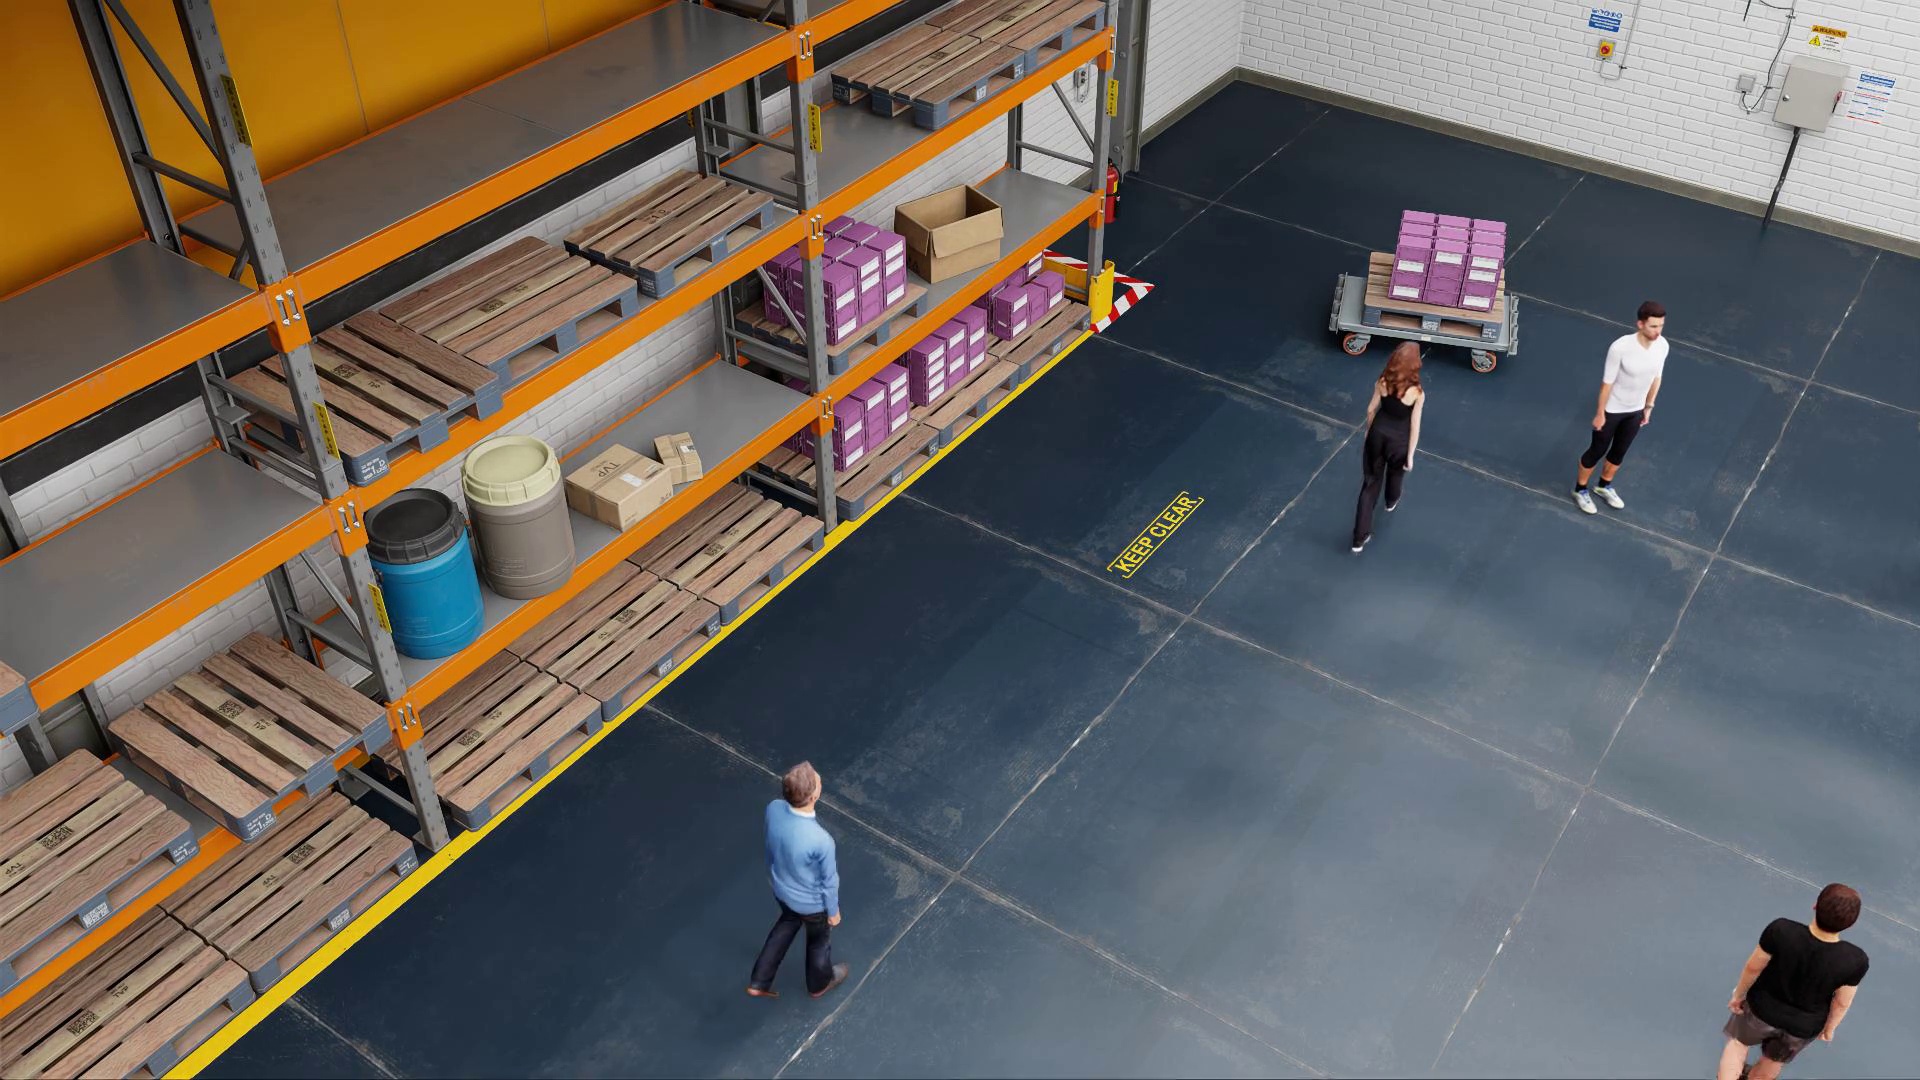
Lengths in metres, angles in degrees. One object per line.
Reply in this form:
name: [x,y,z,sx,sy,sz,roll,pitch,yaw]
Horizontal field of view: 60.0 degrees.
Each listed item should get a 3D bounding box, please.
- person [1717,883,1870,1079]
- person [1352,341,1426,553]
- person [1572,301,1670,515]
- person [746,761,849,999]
person: [4.206,2.459,8.530,0.684,1.846,0.947,22,43,25]
person: [3.197,-0.673,12.575,0.673,1.694,1.139,20,43,23]
person: [5.134,-1.047,12.919,0.724,1.849,0.791,-7,39,-9]
person: [-0.926,1.964,9.185,0.745,1.803,0.928,31,48,33]
